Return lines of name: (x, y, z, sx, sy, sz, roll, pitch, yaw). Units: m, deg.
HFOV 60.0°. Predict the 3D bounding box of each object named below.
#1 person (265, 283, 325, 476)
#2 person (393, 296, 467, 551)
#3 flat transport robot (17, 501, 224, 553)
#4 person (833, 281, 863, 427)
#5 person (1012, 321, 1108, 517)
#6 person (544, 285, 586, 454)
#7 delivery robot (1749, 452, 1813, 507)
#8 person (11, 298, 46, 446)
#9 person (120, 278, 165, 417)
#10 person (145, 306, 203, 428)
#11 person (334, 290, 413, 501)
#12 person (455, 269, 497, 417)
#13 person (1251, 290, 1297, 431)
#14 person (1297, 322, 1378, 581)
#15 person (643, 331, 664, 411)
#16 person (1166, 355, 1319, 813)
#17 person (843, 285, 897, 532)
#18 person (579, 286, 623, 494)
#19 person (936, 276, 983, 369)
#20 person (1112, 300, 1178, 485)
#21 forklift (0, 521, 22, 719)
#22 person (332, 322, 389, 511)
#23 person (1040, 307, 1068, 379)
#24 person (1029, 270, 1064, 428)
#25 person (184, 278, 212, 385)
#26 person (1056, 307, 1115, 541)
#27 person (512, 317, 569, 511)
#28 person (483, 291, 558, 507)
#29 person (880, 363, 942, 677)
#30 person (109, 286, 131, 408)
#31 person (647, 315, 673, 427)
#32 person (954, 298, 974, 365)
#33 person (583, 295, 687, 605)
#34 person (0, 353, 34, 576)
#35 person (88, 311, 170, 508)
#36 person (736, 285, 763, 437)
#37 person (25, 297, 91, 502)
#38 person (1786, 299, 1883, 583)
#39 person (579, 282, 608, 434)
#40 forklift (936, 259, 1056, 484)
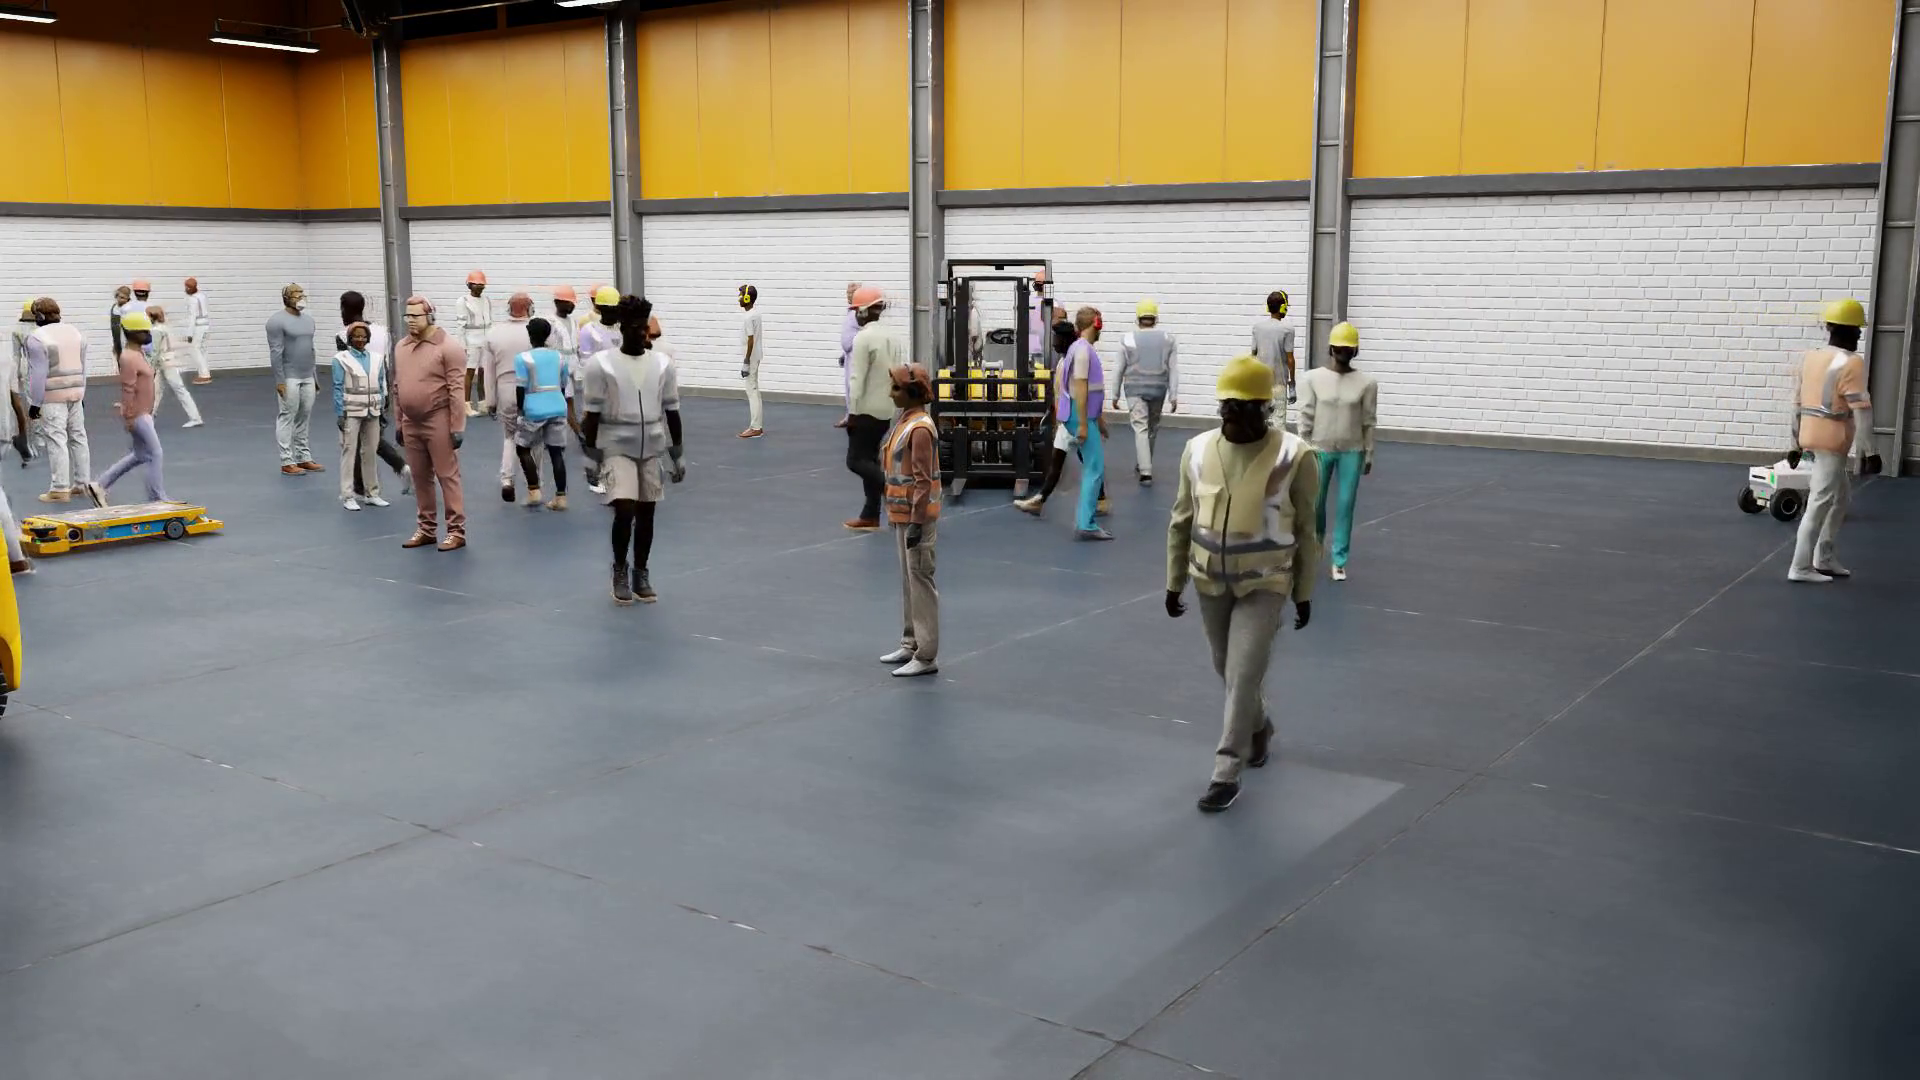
person: (-6.732, -1.630, 16.870, 0.375, 1.940, 0.627, 3, 10, 18)
person: (-3.982, -0.867, 12.451, 0.650, 1.902, 0.401, 5, 11, 25)
flat transport robot: (-6.530, -0.116, 12.817, 0.652, 0.197, 1.431, 7, 12, 35)
person: (-1.370, -2.388, 21.505, 0.460, 1.902, 0.670, -4, 10, -20)
person: (0.856, -1.002, 13.963, 0.888, 1.647, 0.528, -1, 10, -4)
person: (-4.402, -1.916, 18.748, 0.996, 1.878, 0.556, 4, 10, 23)
delivery robot: (7.051, -0.509, 14.030, 0.707, 0.478, 0.477, -2, 10, -11)
person: (-10.826, -1.977, 19.545, 0.506, 1.723, 0.499, -4, 10, -20)
person: (-11.264, -2.643, 22.978, 0.549, 1.911, 0.552, -2, 10, -14)
person: (-10.278, -2.227, 21.467, 0.887, 1.582, 0.504, -4, 10, -21)
person: (-5.297, -1.280, 14.885, 0.643, 1.901, 0.600, 4, 10, 21)
person: (-6.680, -2.724, 23.085, 0.392, 2.039, 0.612, 6, 11, 31)
person: (3.123, -1.541, 16.567, 0.535, 1.863, 0.309, 9, 13, 43)
person: (2.573, -0.618, 11.378, 0.541, 1.751, 0.533, 2, 10, 9)
person: (-2.882, -1.114, 14.762, 0.548, 1.609, 0.519, -2, 10, -11)
person: (1.162, 0.133, 6.807, 0.603, 1.799, 0.882, 6, 11, 32)
person: (-0.645, -1.020, 13.145, 0.563, 1.970, 0.631, 4, 10, 20)
person: (-3.278, -1.403, 15.555, 0.388, 1.927, 0.589, 7, 12, 36)
person: (0.086, -2.100, 19.372, 1.003, 2.000, 0.692, -2, 10, -12)
person: (1.795, -1.443, 16.226, 0.613, 1.783, 0.925, -1, 10, -7)
forklift: (-5.296, -0.090, 6.943, 1.214, 2.155, 2.313, 7, 12, 35)
person: (-5.224, -1.082, 14.508, 0.314, 1.636, 0.516, 6, 11, 33)
person: (1.179, -1.973, 19.910, 0.753, 1.600, 0.505, 9, 13, 44)
person: (1.066, -2.443, 21.409, 0.606, 2.044, 0.374, 3, 10, 17)
person: (-13.339, -3.645, 29.150, 0.399, 1.854, 0.652, -1, 10, -8)
person: (0.978, -0.908, 13.007, 0.449, 1.796, 0.651, 2, 10, 9)
person: (-3.610, -1.080, 14.382, 0.483, 1.669, 0.553, 9, 13, 43)
person: (-3.827, -1.229, 14.646, 0.661, 1.894, 0.438, 1, 10, 4)
person: (-0.248, -0.109, 8.716, 0.307, 1.637, 0.511, -2, 10, -12)
person: (-12.210, -2.793, 24.238, 0.684, 1.810, 0.347, 5, 11, 27)
person: (-3.134, -1.475, 16.886, 0.517, 1.628, 0.493, -7, 12, -35)
person: (-0.065, -1.857, 18.815, 0.724, 1.739, 0.552, 3, 10, 16)
person: (-2.021, -0.552, 10.410, 0.630, 1.946, 0.510, -6, 11, -33)
person: (-6.826, -0.663, 11.482, 0.948, 1.806, 0.617, 4, 10, 22)
person: (-7.046, -1.071, 14.140, 0.743, 1.745, 0.532, -3, 10, -15)
person: (-2.589, -2.193, 20.430, 0.328, 1.872, 0.513, 0, 10, 2)
person: (-8.135, -1.259, 14.975, 0.430, 1.838, 0.619, 2, 10, 14)
person: (5.885, -0.644, 11.102, 0.666, 1.904, 0.597, 0, 10, 0)
person: (-4.201, -2.020, 19.276, 0.511, 1.917, 0.582, 3, 10, 15)
forklift: (0.370, -1.738, 16.759, 1.214, 2.155, 2.313, 1, 10, 3)
